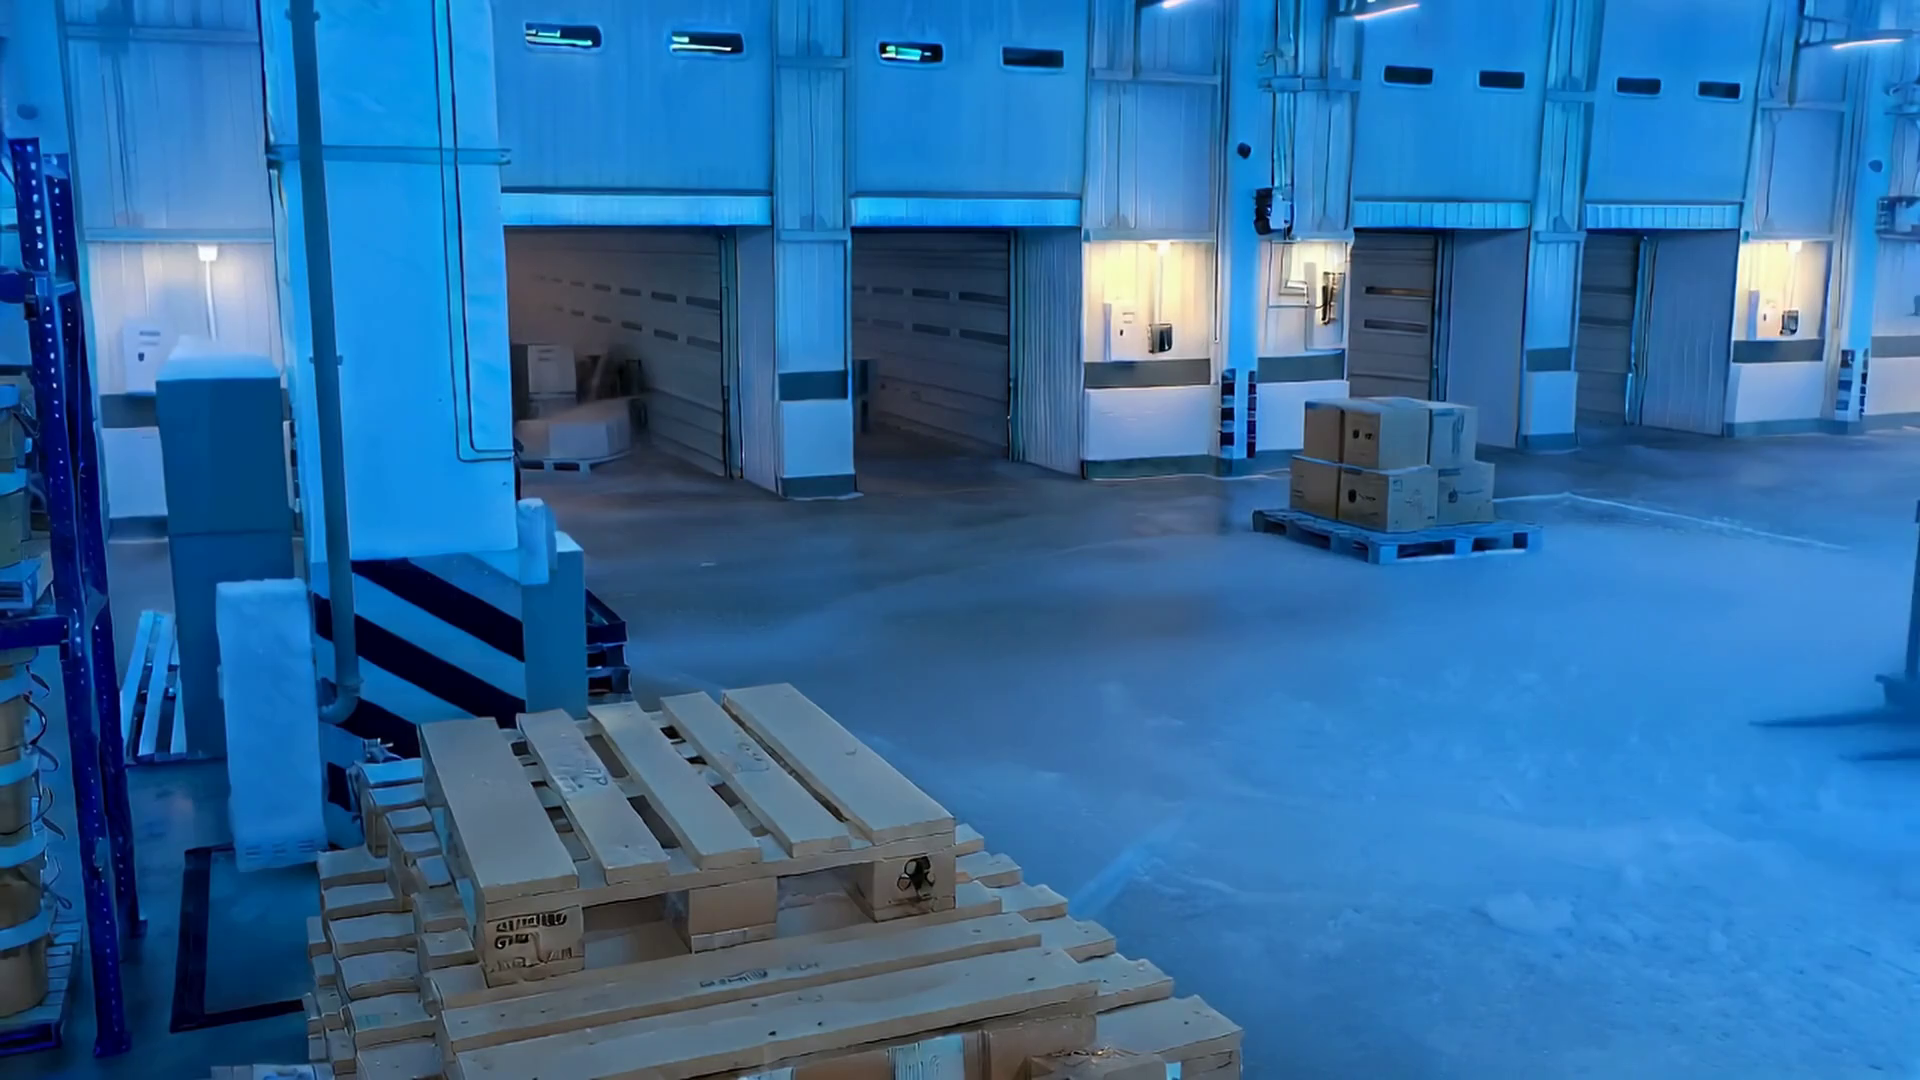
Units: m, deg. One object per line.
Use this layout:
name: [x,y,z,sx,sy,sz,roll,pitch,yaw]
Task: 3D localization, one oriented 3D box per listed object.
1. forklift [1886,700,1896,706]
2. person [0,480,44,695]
forklift: [6.358,-0.334,9.026,1.873,2.768,1.129,-3,11,-16]
person: [-5.289,0.167,9.058,0.545,1.884,1.009,-2,11,-12]
